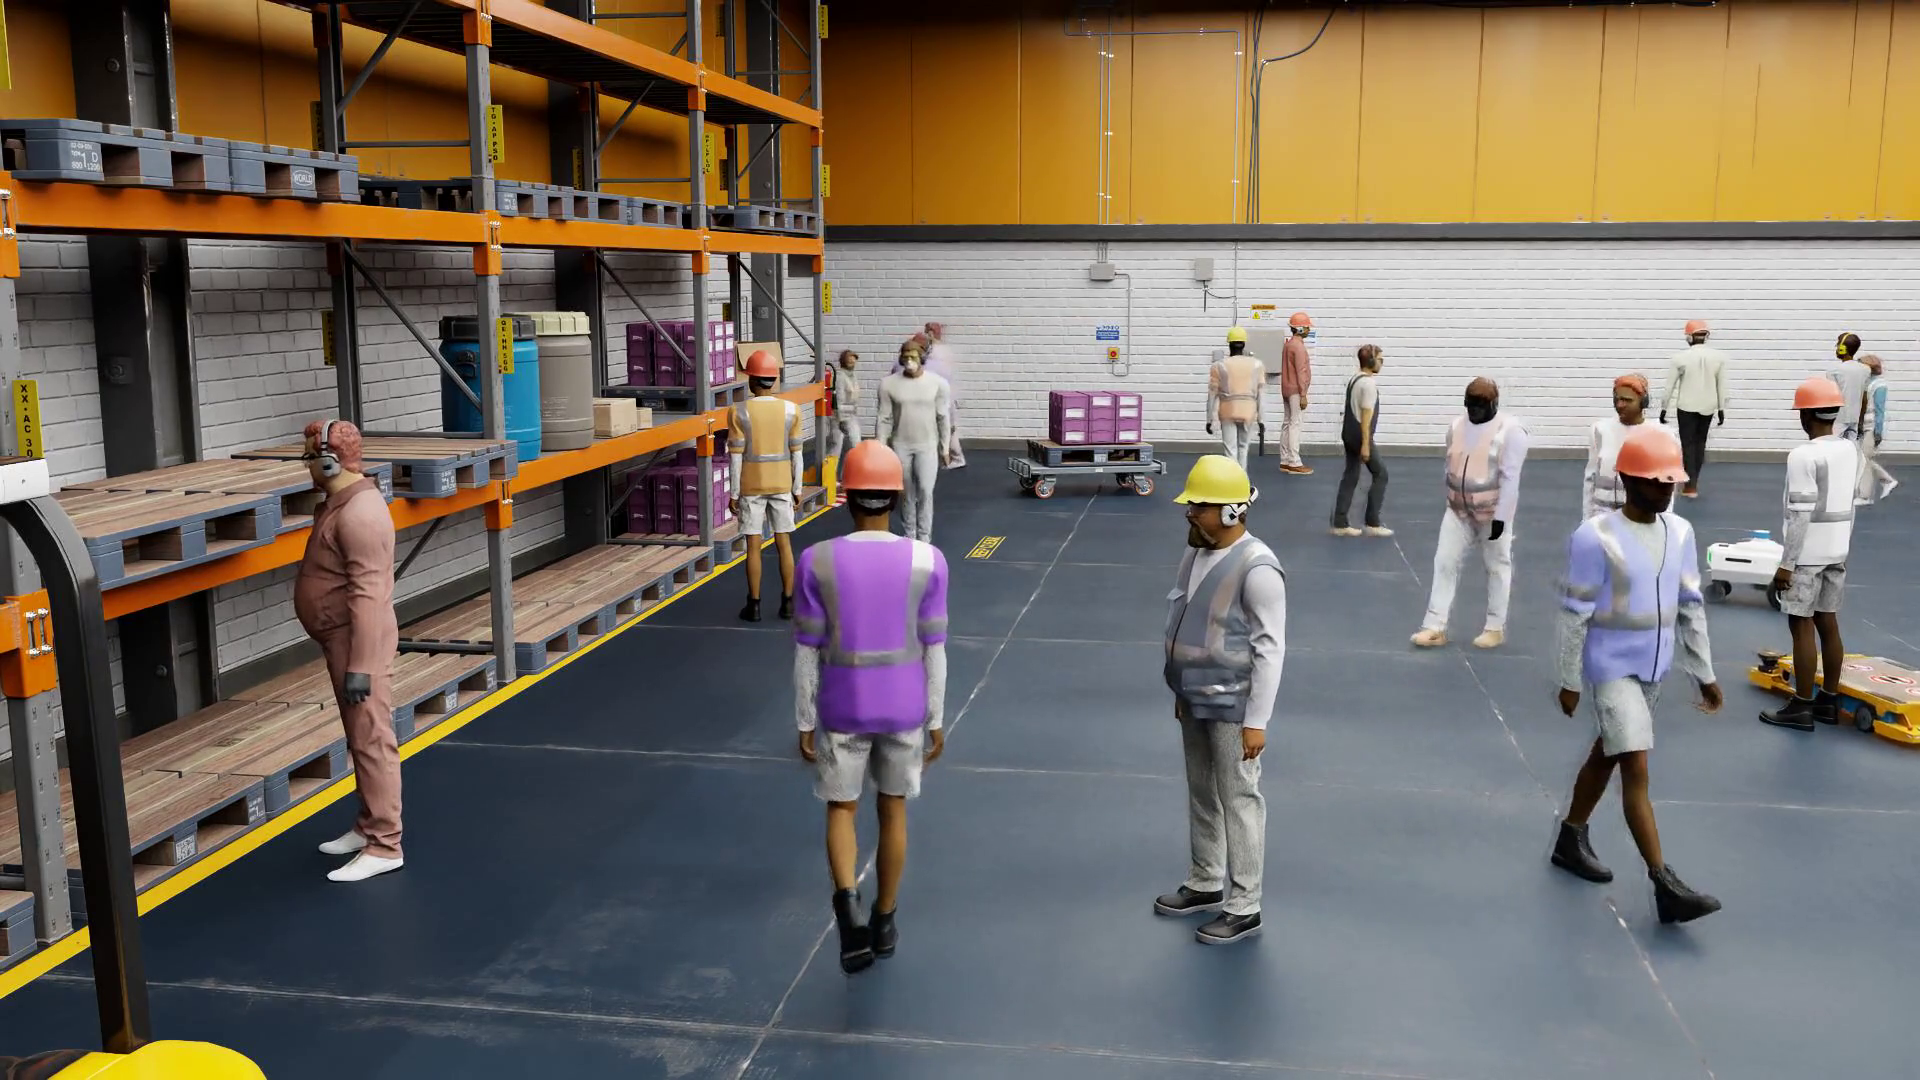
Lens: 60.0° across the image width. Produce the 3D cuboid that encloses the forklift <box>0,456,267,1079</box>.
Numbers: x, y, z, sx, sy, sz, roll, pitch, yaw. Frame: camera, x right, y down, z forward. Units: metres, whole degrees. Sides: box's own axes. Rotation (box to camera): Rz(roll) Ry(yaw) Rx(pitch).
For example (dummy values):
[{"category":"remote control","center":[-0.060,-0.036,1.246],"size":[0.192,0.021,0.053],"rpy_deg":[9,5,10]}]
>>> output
[{"category":"forklift","center":[-2.328,0.975,2.765],"size":[2.313,2.155,1.214],"rpy_deg":[1,9,9]}]

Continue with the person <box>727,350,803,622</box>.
[{"category":"person","center":[-1.398,-0.381,11.907],"size":[0.552,1.939,0.352],"rpy_deg":[-3,10,-20]}]

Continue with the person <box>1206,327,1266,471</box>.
[{"category":"person","center":[2.940,-1.343,17.945],"size":[0.613,1.897,0.833],"rpy_deg":[-1,9,-6]}]

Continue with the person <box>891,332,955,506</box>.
[{"category":"person","center":[-0.391,-1.277,17.713],"size":[0.662,1.861,1.004],"rpy_deg":[2,9,10]}]

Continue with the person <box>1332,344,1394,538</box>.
[{"category":"person","center":[3.826,-0.914,15.551],"size":[0.699,1.818,0.546],"rpy_deg":[-1,9,-4]}]

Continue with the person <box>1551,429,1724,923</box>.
[{"category":"person","center":[2.693,0.514,6.522],"size":[0.562,1.885,0.973],"rpy_deg":[-4,10,-22]}]

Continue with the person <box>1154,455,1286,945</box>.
[{"category":"person","center":[0.965,0.590,6.247],"size":[0.403,1.830,0.599],"rpy_deg":[-4,10,-21]}]

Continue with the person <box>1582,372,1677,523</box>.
[{"category":"person","center":[4.185,-0.117,10.482],"size":[0.416,1.873,0.597],"rpy_deg":[-9,13,-43]}]

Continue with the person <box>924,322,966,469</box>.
[{"category":"person","center":[-0.338,-1.822,21.057],"size":[0.991,1.853,0.666],"rpy_deg":[3,10,18]}]

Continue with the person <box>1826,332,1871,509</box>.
[{"category":"person","center":[9.109,-1.200,17.180],"size":[0.518,1.871,0.326],"rpy_deg":[-2,9,-12]}]

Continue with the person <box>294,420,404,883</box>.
[{"category":"person","center":[-2.532,0.452,6.892],"size":[0.402,1.904,0.639],"rpy_deg":[-4,10,-22]}]

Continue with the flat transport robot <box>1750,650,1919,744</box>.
[{"category":"flat transport robot","center":[5.184,0.861,9.378],"size":[0.652,0.197,1.431],"rpy_deg":[-1,9,-7]}]

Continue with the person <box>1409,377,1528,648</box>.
[{"category":"person","center":[3.362,-0.156,10.936],"size":[0.794,1.803,0.621],"rpy_deg":[-8,12,-41]}]

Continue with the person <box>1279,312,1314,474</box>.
[{"category":"person","center":[4.164,-1.814,20.573],"size":[0.378,1.996,0.611],"rpy_deg":[-1,9,-8]}]

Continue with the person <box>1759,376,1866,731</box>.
[{"category":"person","center":[4.657,0.074,9.118],"size":[0.552,1.933,0.368],"rpy_deg":[-5,11,-29]}]

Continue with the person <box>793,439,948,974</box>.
[{"category":"person","center":[-0.311,0.605,5.893],"size":[0.548,1.918,0.661],"rpy_deg":[-1,9,-4]}]

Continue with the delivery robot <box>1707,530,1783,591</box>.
[{"category":"delivery robot","center":[6.001,0.170,12.479],"size":[0.707,0.478,0.477],"rpy_deg":[6,11,34]}]

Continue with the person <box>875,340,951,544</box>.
[{"category":"person","center":[-0.417,-0.752,14.305],"size":[0.652,1.900,0.920],"rpy_deg":[1,9,5]}]

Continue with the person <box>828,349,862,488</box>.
[{"category":"person","center":[-1.331,-1.387,19.114],"size":[0.580,1.605,0.535],"rpy_deg":[4,10,26]}]

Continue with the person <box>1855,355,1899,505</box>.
[{"category":"person","center":[9.785,-1.171,17.763],"size":[0.514,1.618,0.549],"rpy_deg":[1,9,5]}]

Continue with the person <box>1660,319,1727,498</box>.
[{"category":"person","center":[8.158,-1.480,18.590],"size":[0.646,1.971,0.742],"rpy_deg":[0,9,2]}]
